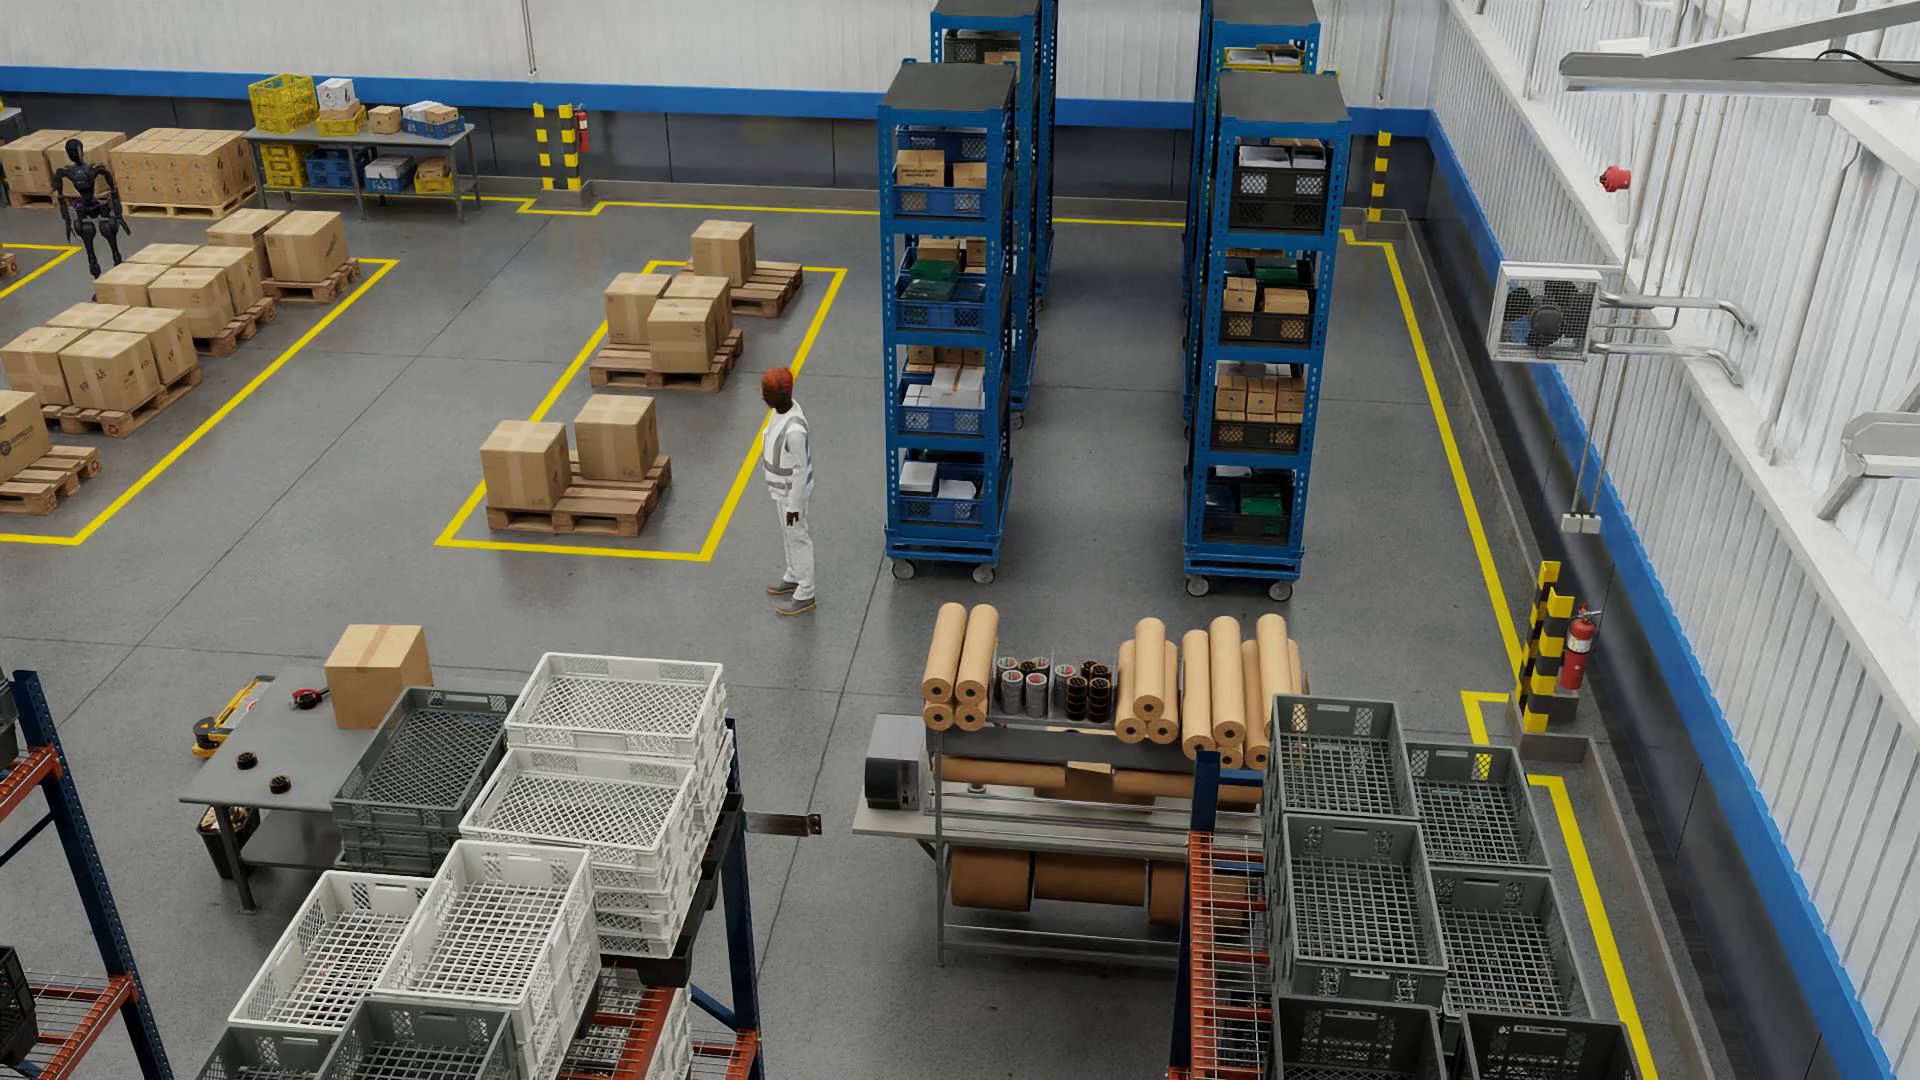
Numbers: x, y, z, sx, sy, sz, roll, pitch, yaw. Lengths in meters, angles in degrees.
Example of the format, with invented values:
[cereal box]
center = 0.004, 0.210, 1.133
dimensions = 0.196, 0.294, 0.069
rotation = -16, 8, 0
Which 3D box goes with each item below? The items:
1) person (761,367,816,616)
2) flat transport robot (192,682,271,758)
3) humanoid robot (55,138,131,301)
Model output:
[person]
center = -1.208, -0.353, 11.672
dimensions = 0.355, 1.887, 0.573
rotation = -8, 31, -14
[flat transport robot]
center = -4.089, 1.163, 10.648
dimensions = 1.431, 0.197, 0.652
rotation = 3, 30, 6
[humanoid robot]
center = -8.759, -3.249, 16.840
dimensions = 0.596, 1.657, 0.325
rotation = -9, 31, -15
